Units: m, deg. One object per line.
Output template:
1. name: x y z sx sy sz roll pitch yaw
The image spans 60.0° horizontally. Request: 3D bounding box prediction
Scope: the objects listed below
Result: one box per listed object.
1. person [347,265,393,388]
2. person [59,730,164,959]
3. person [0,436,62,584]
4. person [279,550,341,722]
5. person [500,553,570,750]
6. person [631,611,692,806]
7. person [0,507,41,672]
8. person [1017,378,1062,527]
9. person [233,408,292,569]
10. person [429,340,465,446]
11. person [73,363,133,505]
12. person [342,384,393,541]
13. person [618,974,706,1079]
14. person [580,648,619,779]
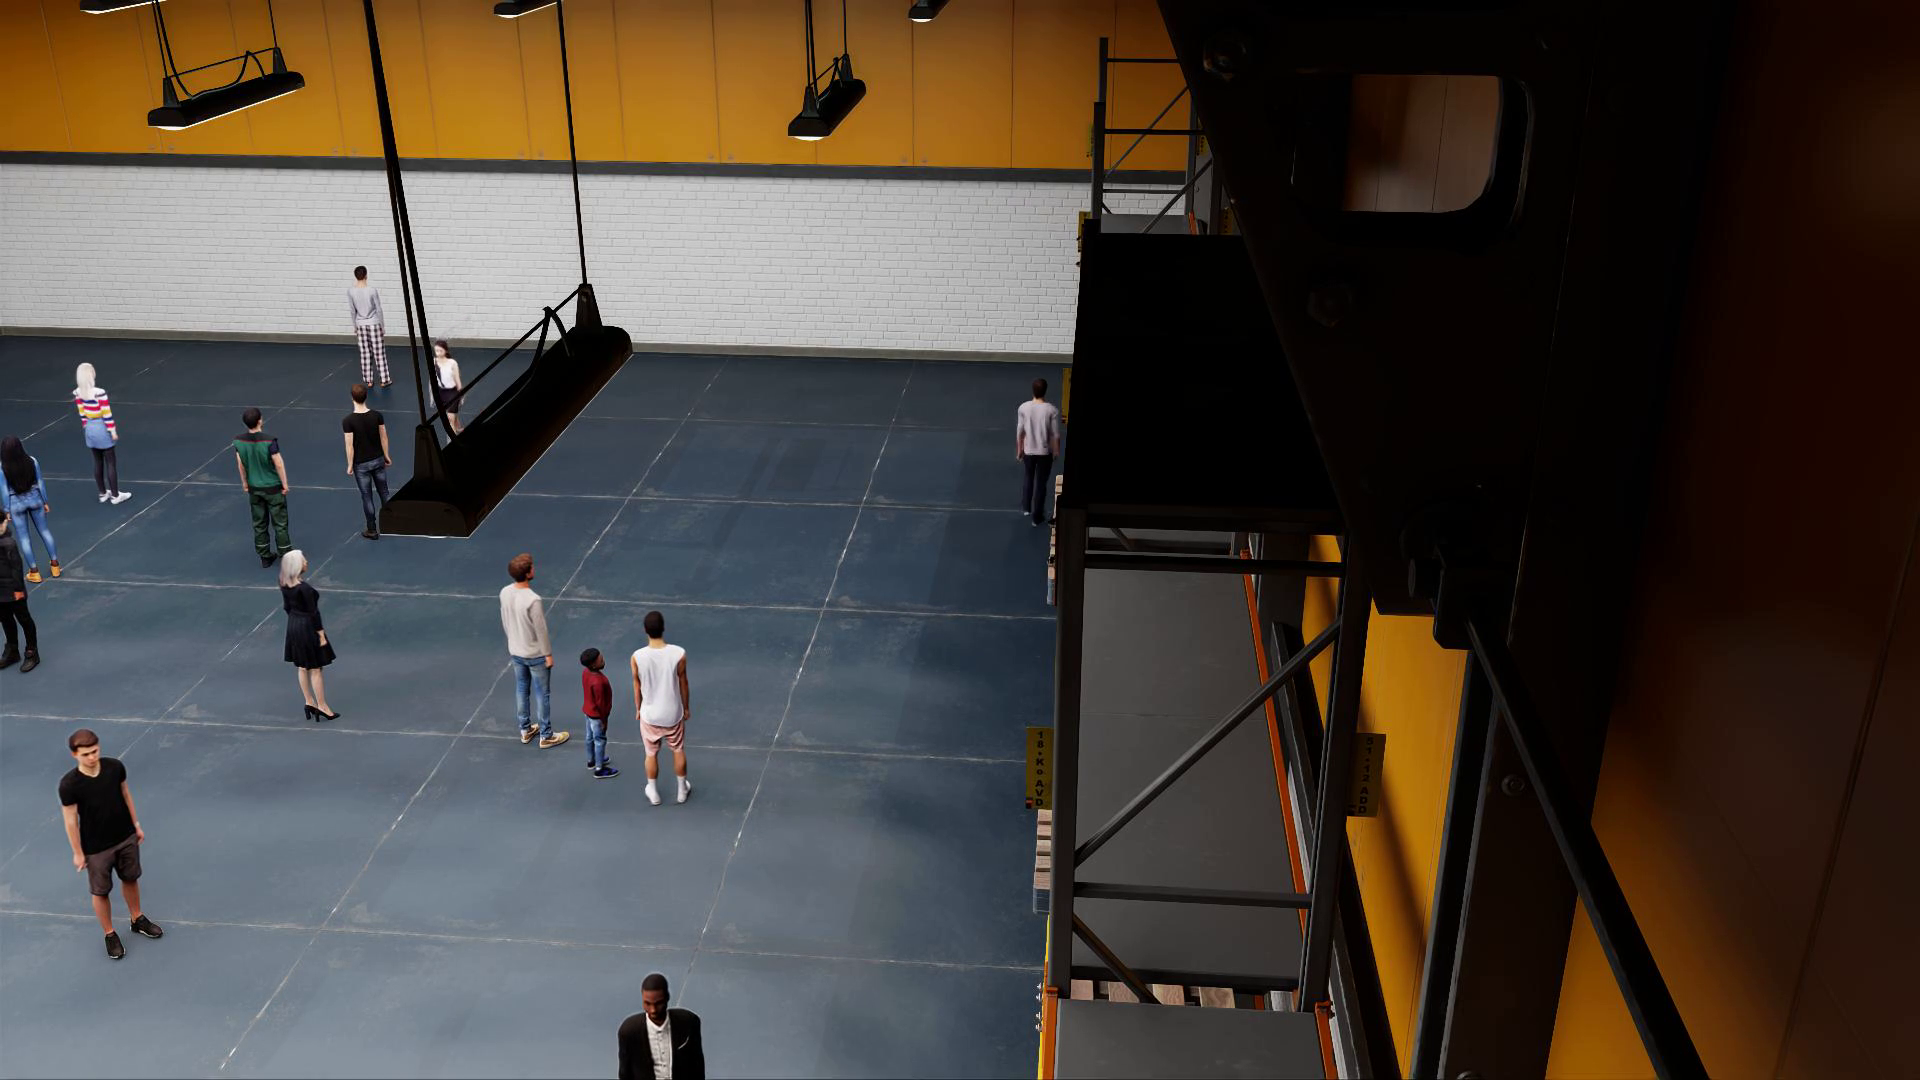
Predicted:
1. person: -8.914 -3.222 25.070 0.644 1.847 0.563 -1 24 -1
2. person: -6.440 2.239 12.560 0.830 1.860 0.704 16 28 33
3. person: -10.491 -0.361 18.693 0.747 1.712 0.666 21 31 40
4. person: -6.191 0.896 15.775 0.697 1.746 0.714 15 28 30
5. person: -3.964 1.016 15.306 0.755 1.903 0.730 13 27 28
6. person: -2.588 1.471 14.415 0.680 1.782 0.649 -4 24 -9
7. person: -9.613 0.449 16.755 0.664 1.780 0.650 7 24 15
8. person: 0.914 -1.037 20.093 0.744 1.830 0.761 9 25 19
9. person: -7.948 -0.607 19.022 0.677 1.900 0.542 2 24 5
10. person: -6.865 -1.907 22.360 0.598 1.609 1.084 1 24 2
11. person: -10.788 -1.347 20.828 0.698 1.809 0.621 9 25 20
12. person: -7.028 -0.936 19.780 0.758 1.896 0.814 -18 29 -35
13. person: -1.780 3.375 10.037 0.727 1.800 0.665 -6 24 -13
14. person: -3.275 1.536 14.927 0.640 1.253 0.566 -15 28 -30
